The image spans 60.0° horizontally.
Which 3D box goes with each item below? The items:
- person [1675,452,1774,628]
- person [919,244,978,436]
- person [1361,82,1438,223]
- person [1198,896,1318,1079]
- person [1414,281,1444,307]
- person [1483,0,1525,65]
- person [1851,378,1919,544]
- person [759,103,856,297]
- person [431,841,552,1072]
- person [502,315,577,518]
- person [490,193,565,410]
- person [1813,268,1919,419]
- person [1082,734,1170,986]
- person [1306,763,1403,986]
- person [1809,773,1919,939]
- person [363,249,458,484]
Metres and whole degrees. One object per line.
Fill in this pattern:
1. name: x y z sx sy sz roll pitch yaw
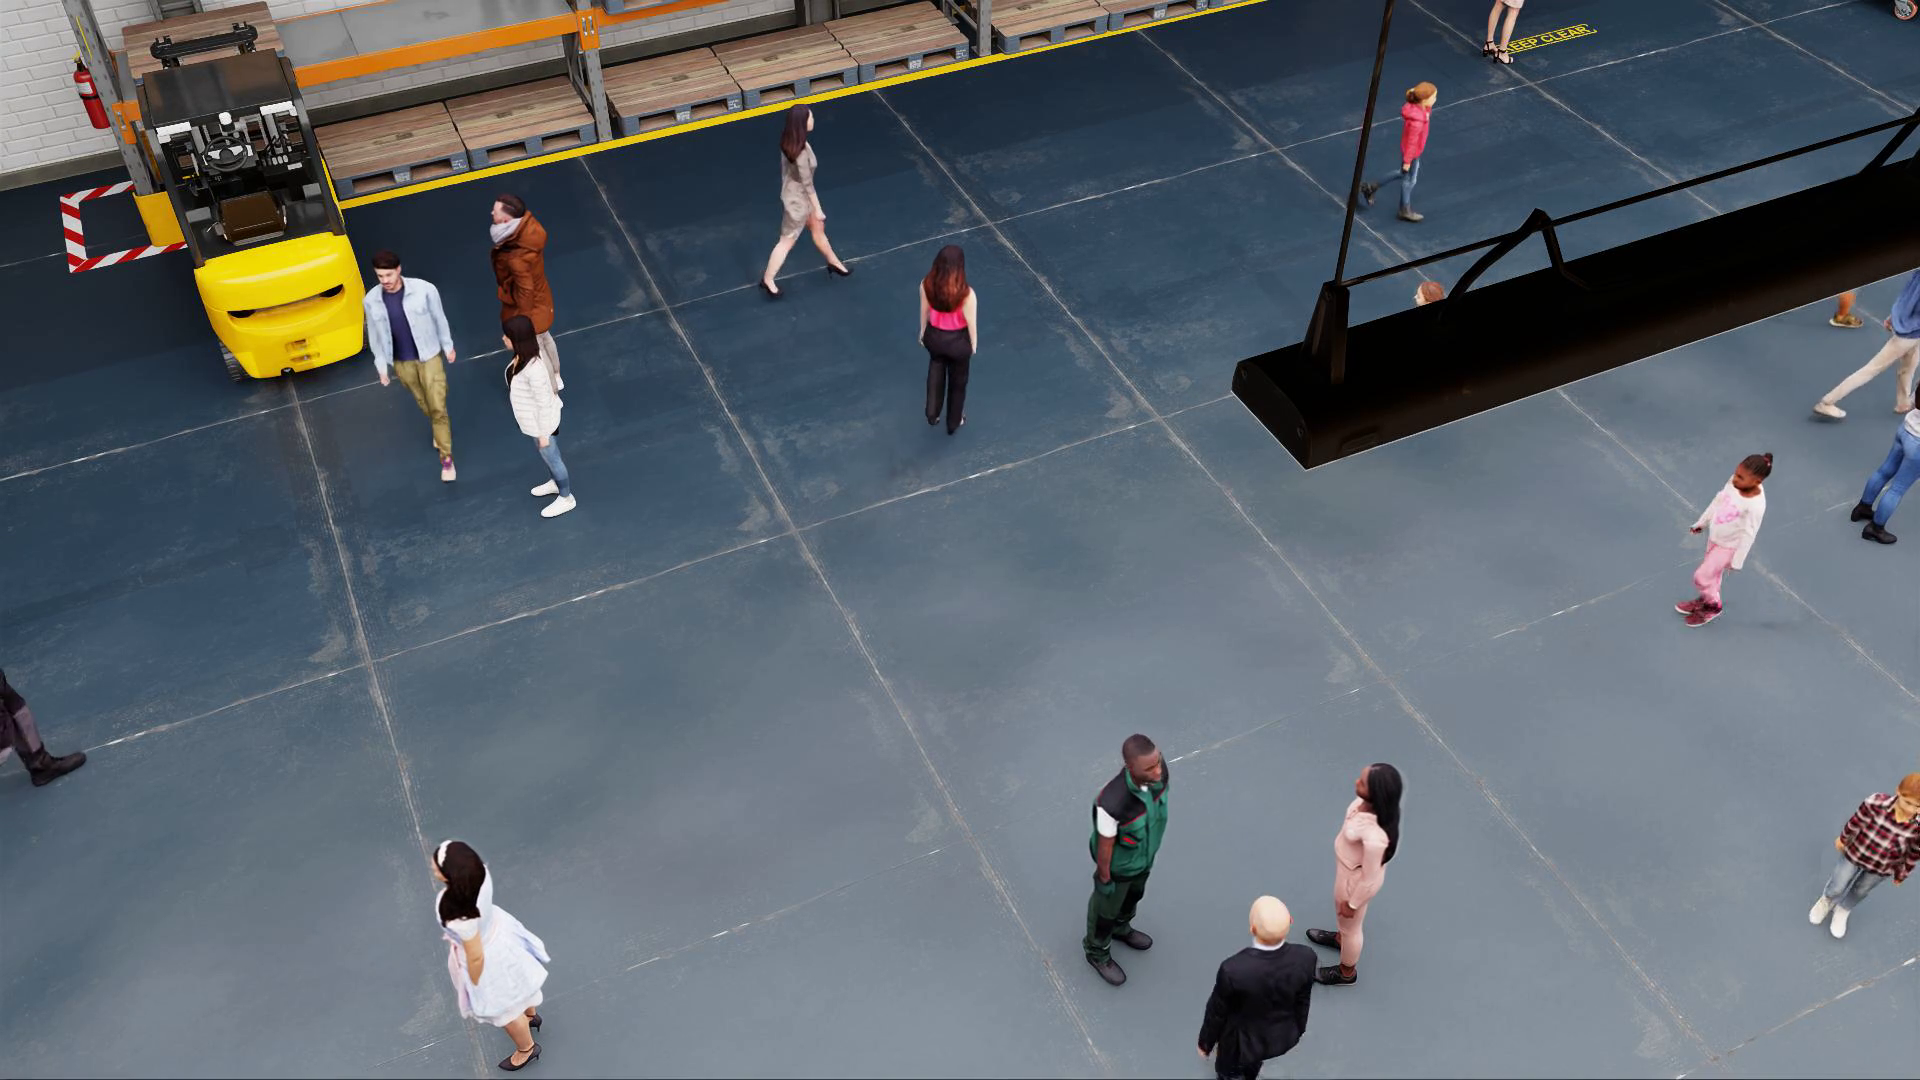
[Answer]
1. person: 5.063 -0.019 10.807 0.656 1.442 0.633 1 44 1
2. person: -0.116 -1.401 12.107 0.750 1.649 0.809 17 46 17
3. person: 3.834 -3.374 14.430 0.885 1.302 0.799 11 45 12
4. person: 1.449 2.423 8.000 1.022 1.777 0.890 -9 44 -9
5. person: 3.431 -1.426 12.464 0.598 1.194 0.561 7 44 7
6. person: 5.470 -5.588 16.371 0.484 1.831 0.561 -18 47 -18
7. person: 6.538 -0.684 11.369 0.675 1.630 0.679 2 44 2
8. person: -1.383 -2.683 13.417 1.095 1.698 0.674 -13 45 -13
9. person: -2.353 2.082 8.329 0.857 1.818 0.820 0 44 0
10. person: -2.930 -0.879 11.569 0.526 1.638 0.613 -18 47 -18
11. person: -3.197 -1.773 12.361 0.834 1.839 0.816 -2 44 -2
12. person: 6.876 -1.523 12.234 1.224 1.652 0.989 2 44 2
13. person: 0.866 1.639 8.779 0.839 1.839 0.715 28 50 26
14. person: 2.092 1.752 8.747 0.718 1.720 0.699 7 44 8
15. person: 5.026 1.677 9.132 0.631 1.297 0.669 23 48 22
16. person: -3.906 -1.360 11.969 1.059 1.781 0.965 -5 44 -5
